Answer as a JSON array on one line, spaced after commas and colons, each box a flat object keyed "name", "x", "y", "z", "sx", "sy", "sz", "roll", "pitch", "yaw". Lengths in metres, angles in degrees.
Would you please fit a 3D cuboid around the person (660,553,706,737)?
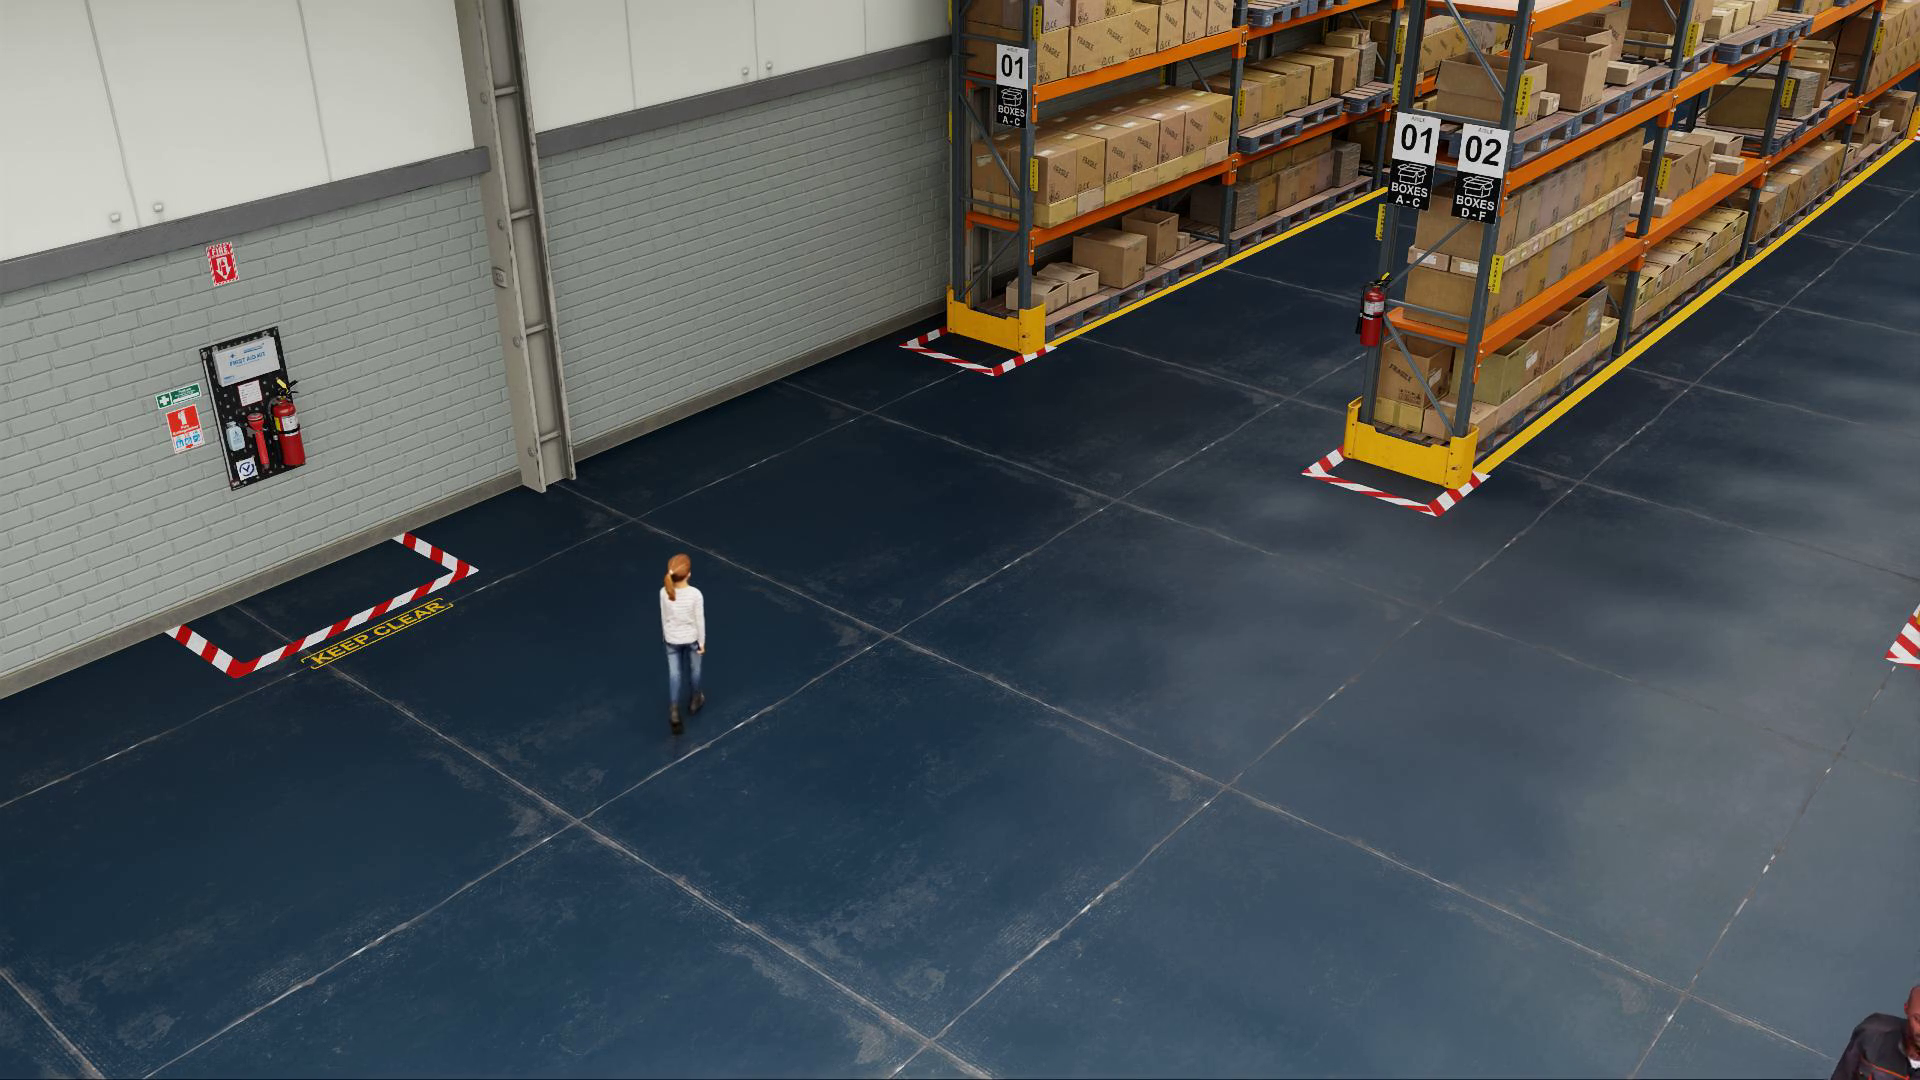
[{"name": "person", "x": -1.915, "y": 0.720, "z": 11.337, "sx": 0.770, "sy": 1.299, "sz": 0.903, "roll": 2, "pitch": 28, "yaw": 4}]
